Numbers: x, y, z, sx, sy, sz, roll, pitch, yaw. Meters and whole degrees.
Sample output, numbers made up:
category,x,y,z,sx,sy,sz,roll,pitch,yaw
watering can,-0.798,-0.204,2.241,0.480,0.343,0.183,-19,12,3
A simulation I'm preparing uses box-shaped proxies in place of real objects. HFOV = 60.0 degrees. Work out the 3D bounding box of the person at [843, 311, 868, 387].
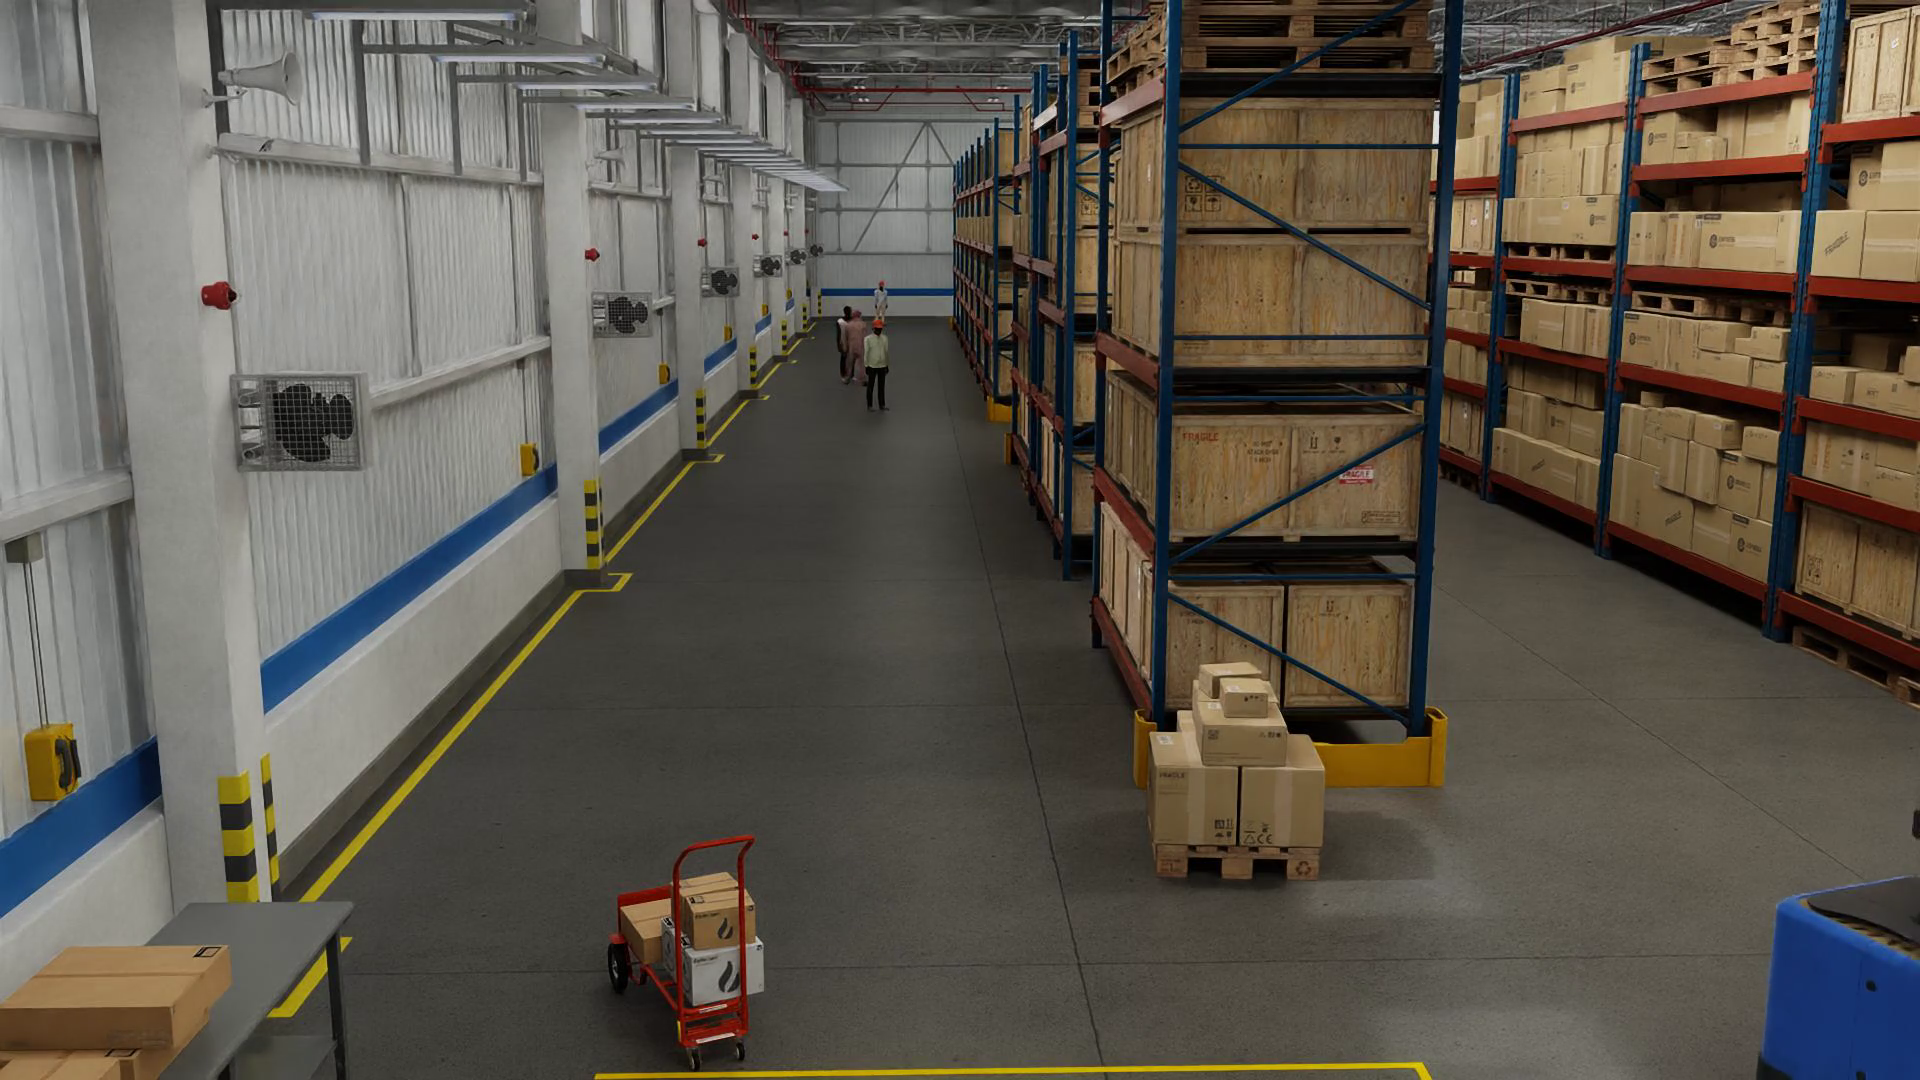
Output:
category,x,y,z,sx,sy,sz,roll,pitch,yaw
person,-2.597,-4.751,41.282,0.808,1.857,0.556,5,12,23

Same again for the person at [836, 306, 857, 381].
category,x,y,z,sx,sy,sz,roll,pitch,yaw
person,-2.873,-5.014,42.472,0.587,1.913,0.398,-5,12,-26

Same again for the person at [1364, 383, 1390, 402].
category,x,y,z,sx,sy,sz,roll,pitch,yaw
person,8.351,-3.233,33.364,1.015,1.862,0.633,0,11,-2

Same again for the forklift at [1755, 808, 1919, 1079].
category,x,y,z,sx,sy,sz,roll,pitch,yaw
forklift,4.634,1.282,7.177,1.873,2.768,1.129,-4,12,-20

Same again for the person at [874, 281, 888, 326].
category,x,y,z,sx,sy,sz,roll,pitch,yaw
person,-3.048,-9.132,64.325,0.565,1.744,0.355,-6,12,-28

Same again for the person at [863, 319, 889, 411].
category,x,y,z,sx,sy,sz,roll,pitch,yaw
person,-1.783,-3.752,35.707,0.619,1.985,0.406,-7,13,-33
